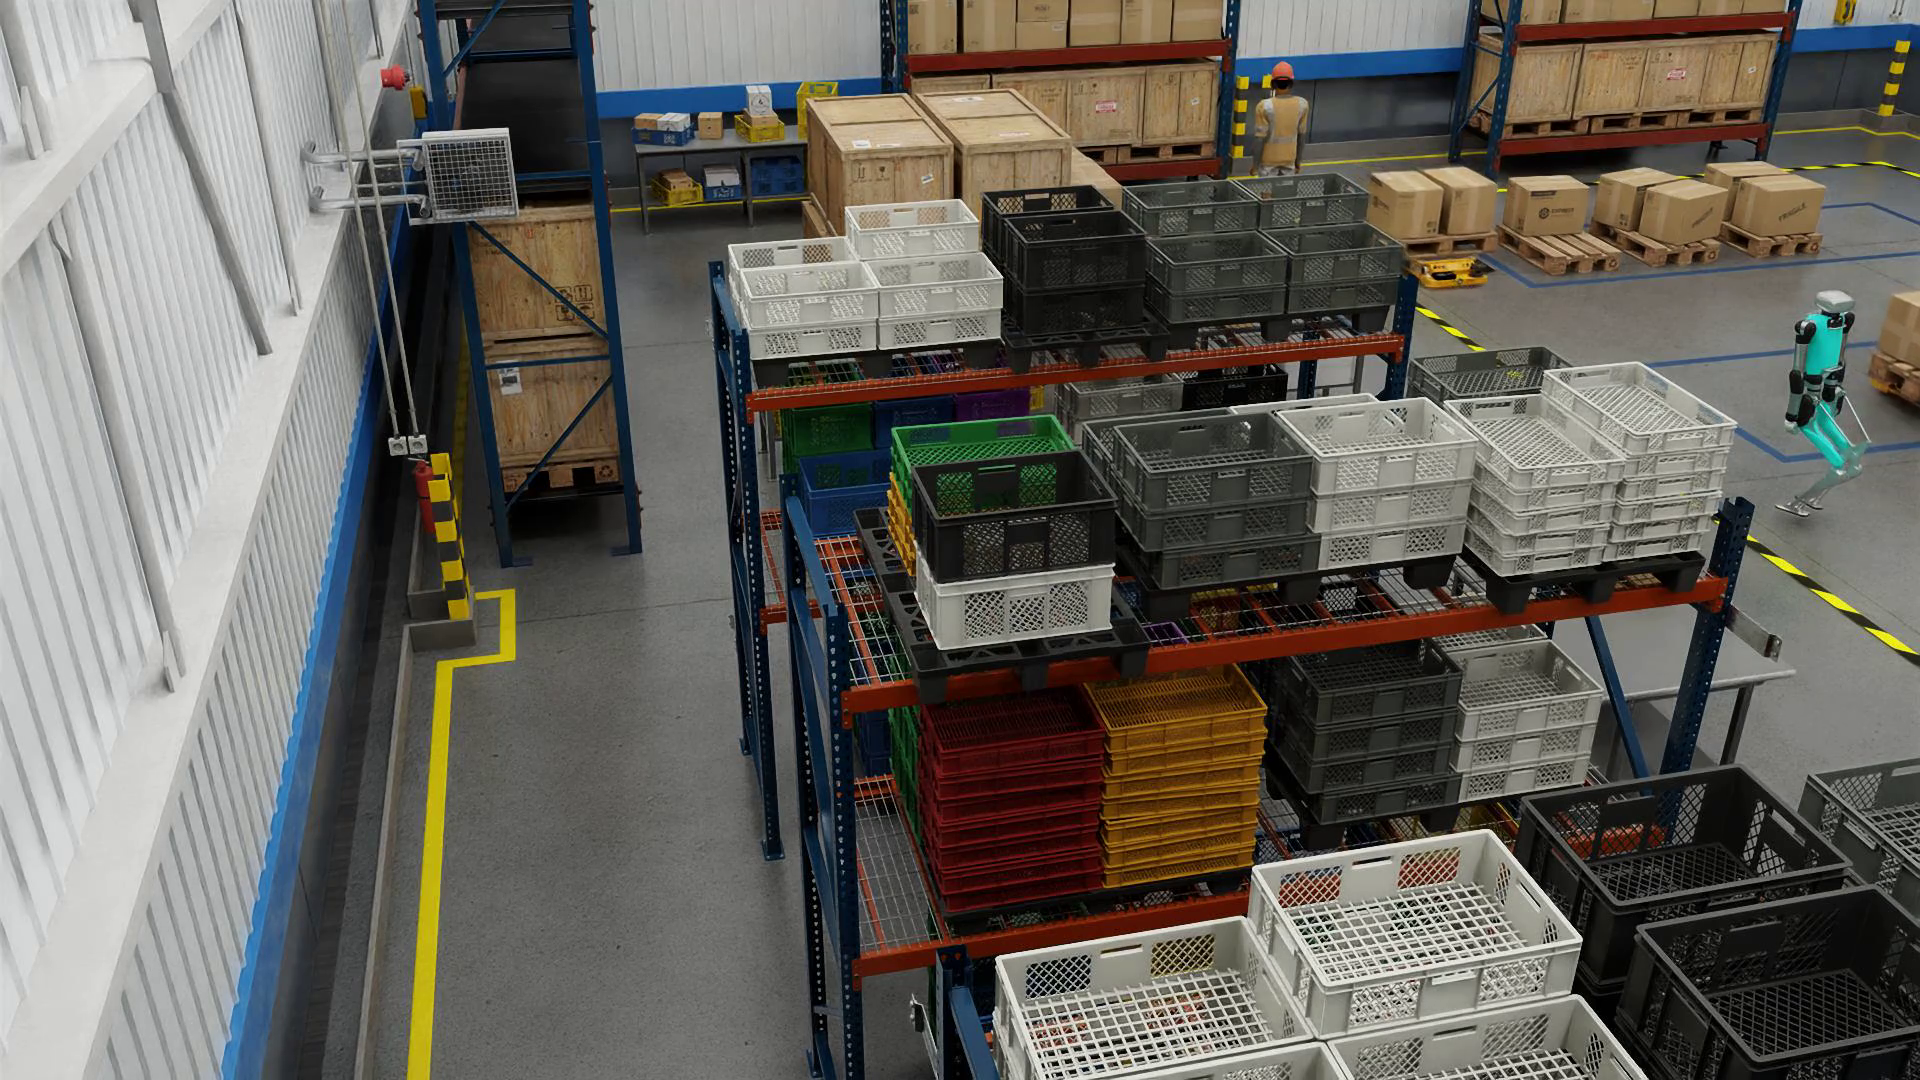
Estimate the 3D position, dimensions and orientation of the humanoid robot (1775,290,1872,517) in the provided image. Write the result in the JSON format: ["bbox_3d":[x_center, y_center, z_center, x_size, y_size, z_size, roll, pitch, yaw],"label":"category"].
[{"bbox_3d":[6.374,-0.938,12.107,0.533,1.677,0.735,-14,31,-25],"label":"humanoid robot"}]

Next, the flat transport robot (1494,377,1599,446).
[{"bbox_3d":[4.780,-1.036,14.013,0.659,0.231,1.431,-6,28,-12],"label":"flat transport robot"}]

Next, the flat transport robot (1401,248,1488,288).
[{"bbox_3d":[4.995,-3.031,17.768,0.652,0.197,1.431,-6,28,-12],"label":"flat transport robot"}]

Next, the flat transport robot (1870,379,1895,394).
[{"bbox_3d":[8.615,-1.190,14.275,0.652,0.197,1.431,-6,28,-12],"label":"flat transport robot"}]

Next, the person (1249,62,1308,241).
[{"bbox_3d":[3.411,-4.120,17.971,0.607,2.036,0.399,-8,29,-14],"label":"person"}]
